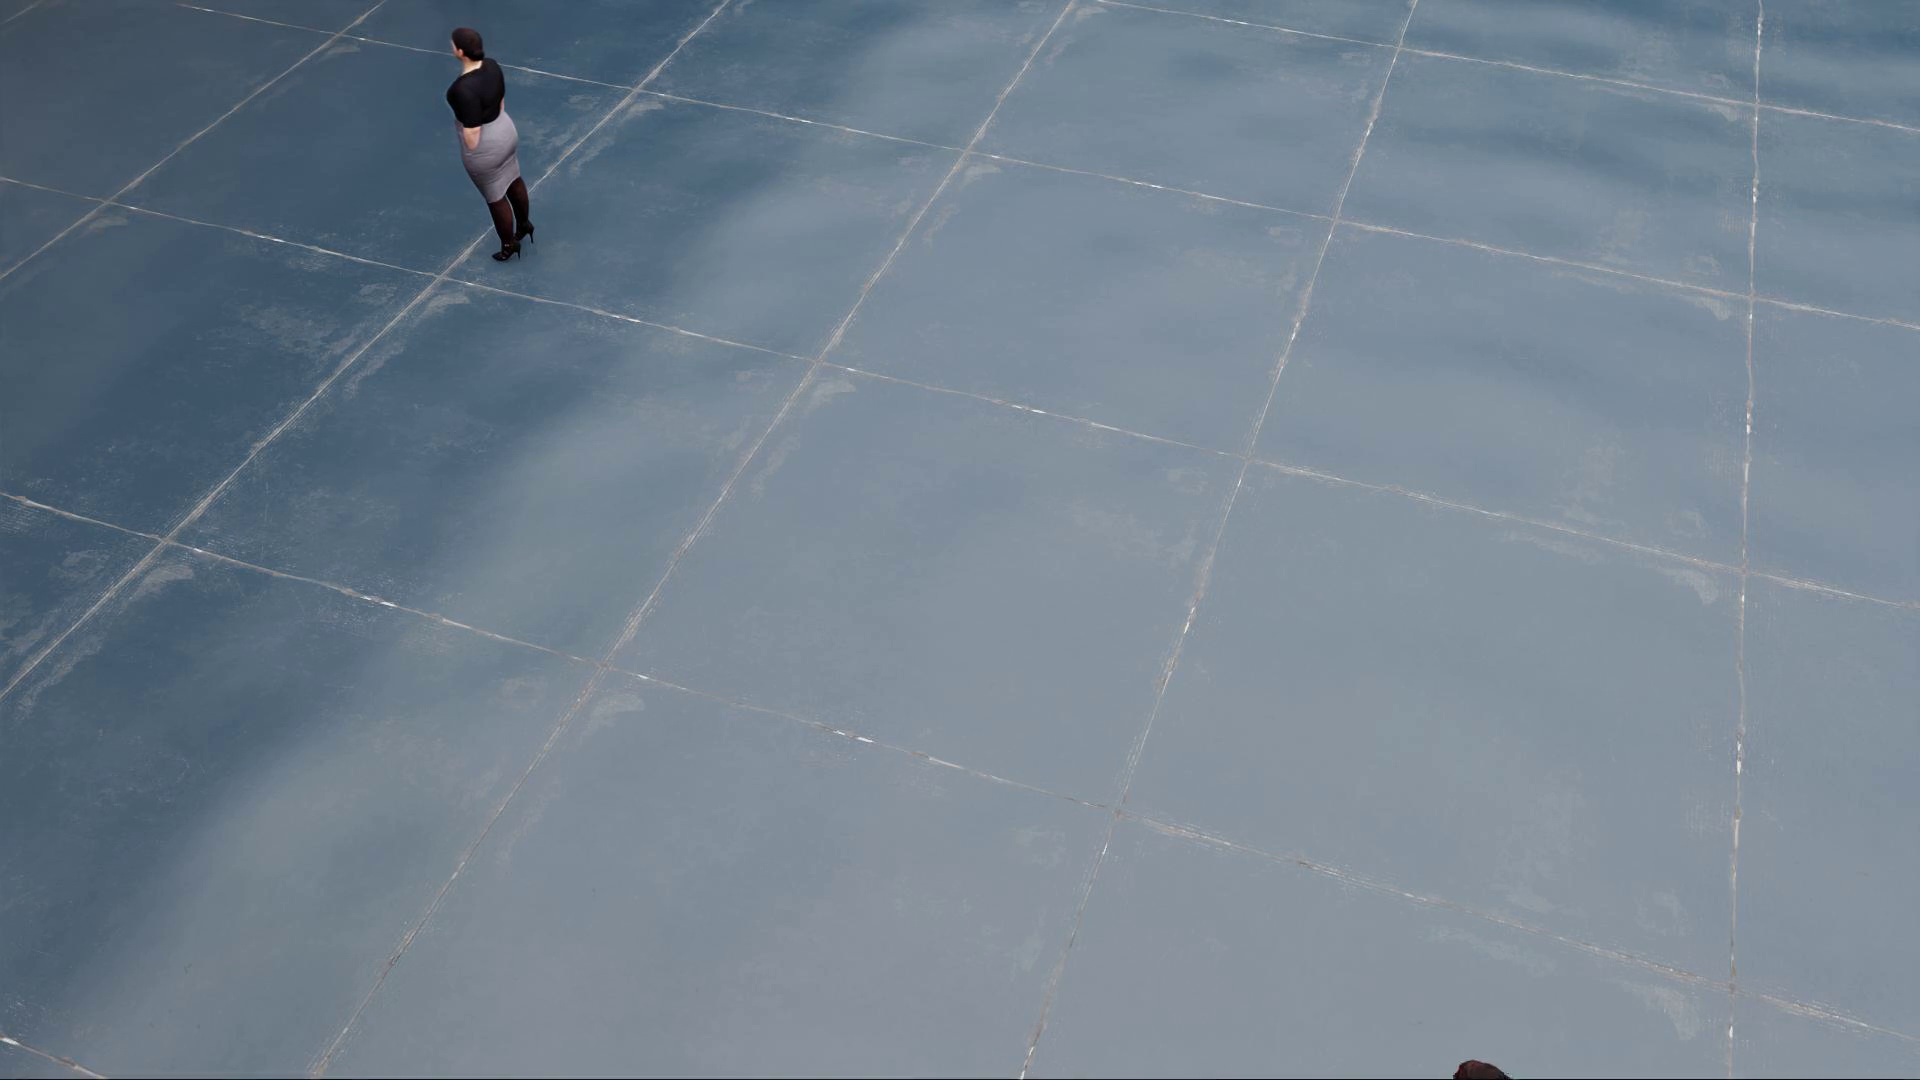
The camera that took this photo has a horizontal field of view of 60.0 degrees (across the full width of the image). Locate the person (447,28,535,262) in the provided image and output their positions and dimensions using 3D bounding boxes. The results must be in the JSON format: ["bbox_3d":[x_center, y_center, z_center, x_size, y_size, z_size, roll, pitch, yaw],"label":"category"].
[{"bbox_3d":[-3.316,-2.801,11.781,0.624,1.760,0.673,11,44,11],"label":"person"}]
